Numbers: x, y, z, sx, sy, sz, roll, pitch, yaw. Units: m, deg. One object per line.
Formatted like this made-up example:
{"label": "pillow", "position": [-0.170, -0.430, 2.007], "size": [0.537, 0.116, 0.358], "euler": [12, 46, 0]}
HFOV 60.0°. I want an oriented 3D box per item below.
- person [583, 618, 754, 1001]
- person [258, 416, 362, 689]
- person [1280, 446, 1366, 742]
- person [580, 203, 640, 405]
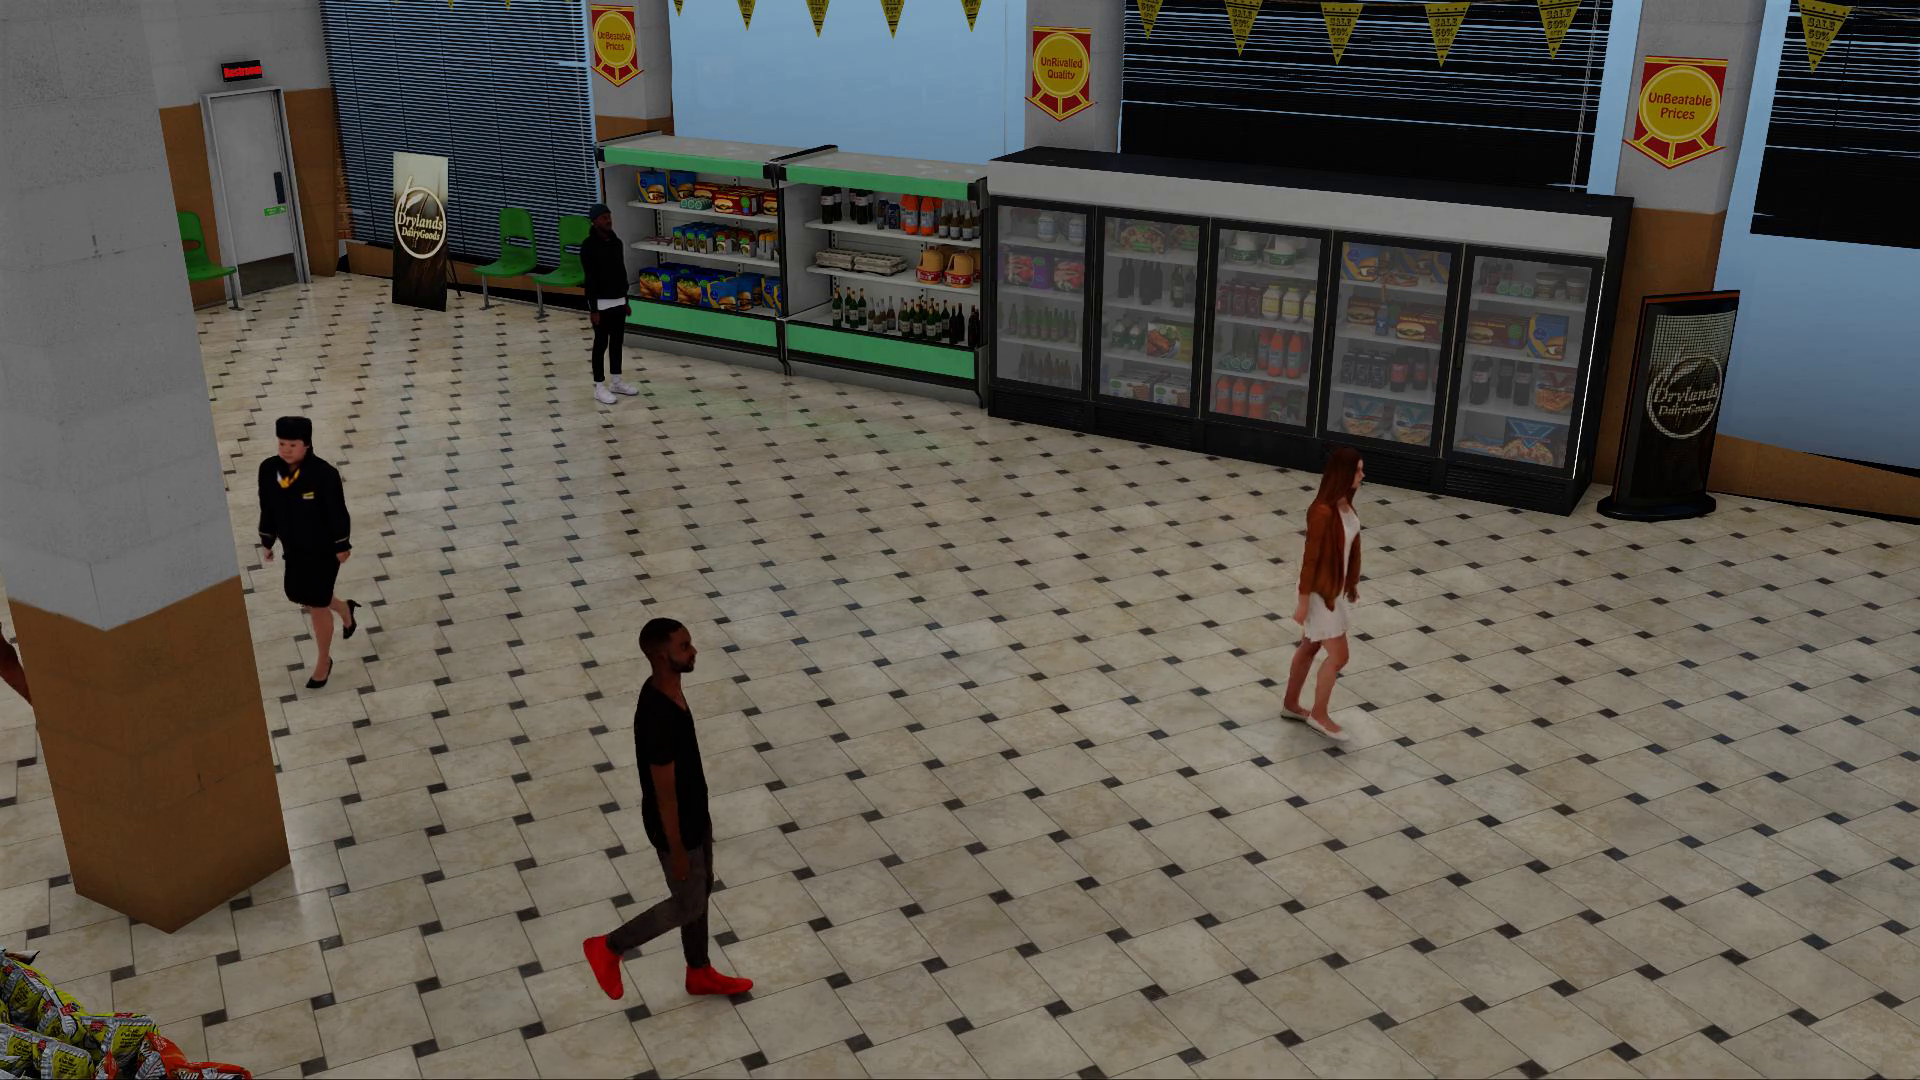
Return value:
{"label": "person", "position": [-1.279, 1.180, 6.971], "size": [1.073, 1.791, 0.950], "euler": [-1, 22, -3]}
{"label": "person", "position": [-3.878, 0.036, 9.999], "size": [0.964, 1.657, 0.898], "euler": [7, 23, 17]}
{"label": "person", "position": [1.953, 0.279, 9.333], "size": [0.663, 1.704, 0.645], "euler": [11, 25, 26]}
{"label": "person", "position": [-3.265, -2.202, 15.353], "size": [0.558, 1.818, 0.659], "euler": [13, 25, 28]}
